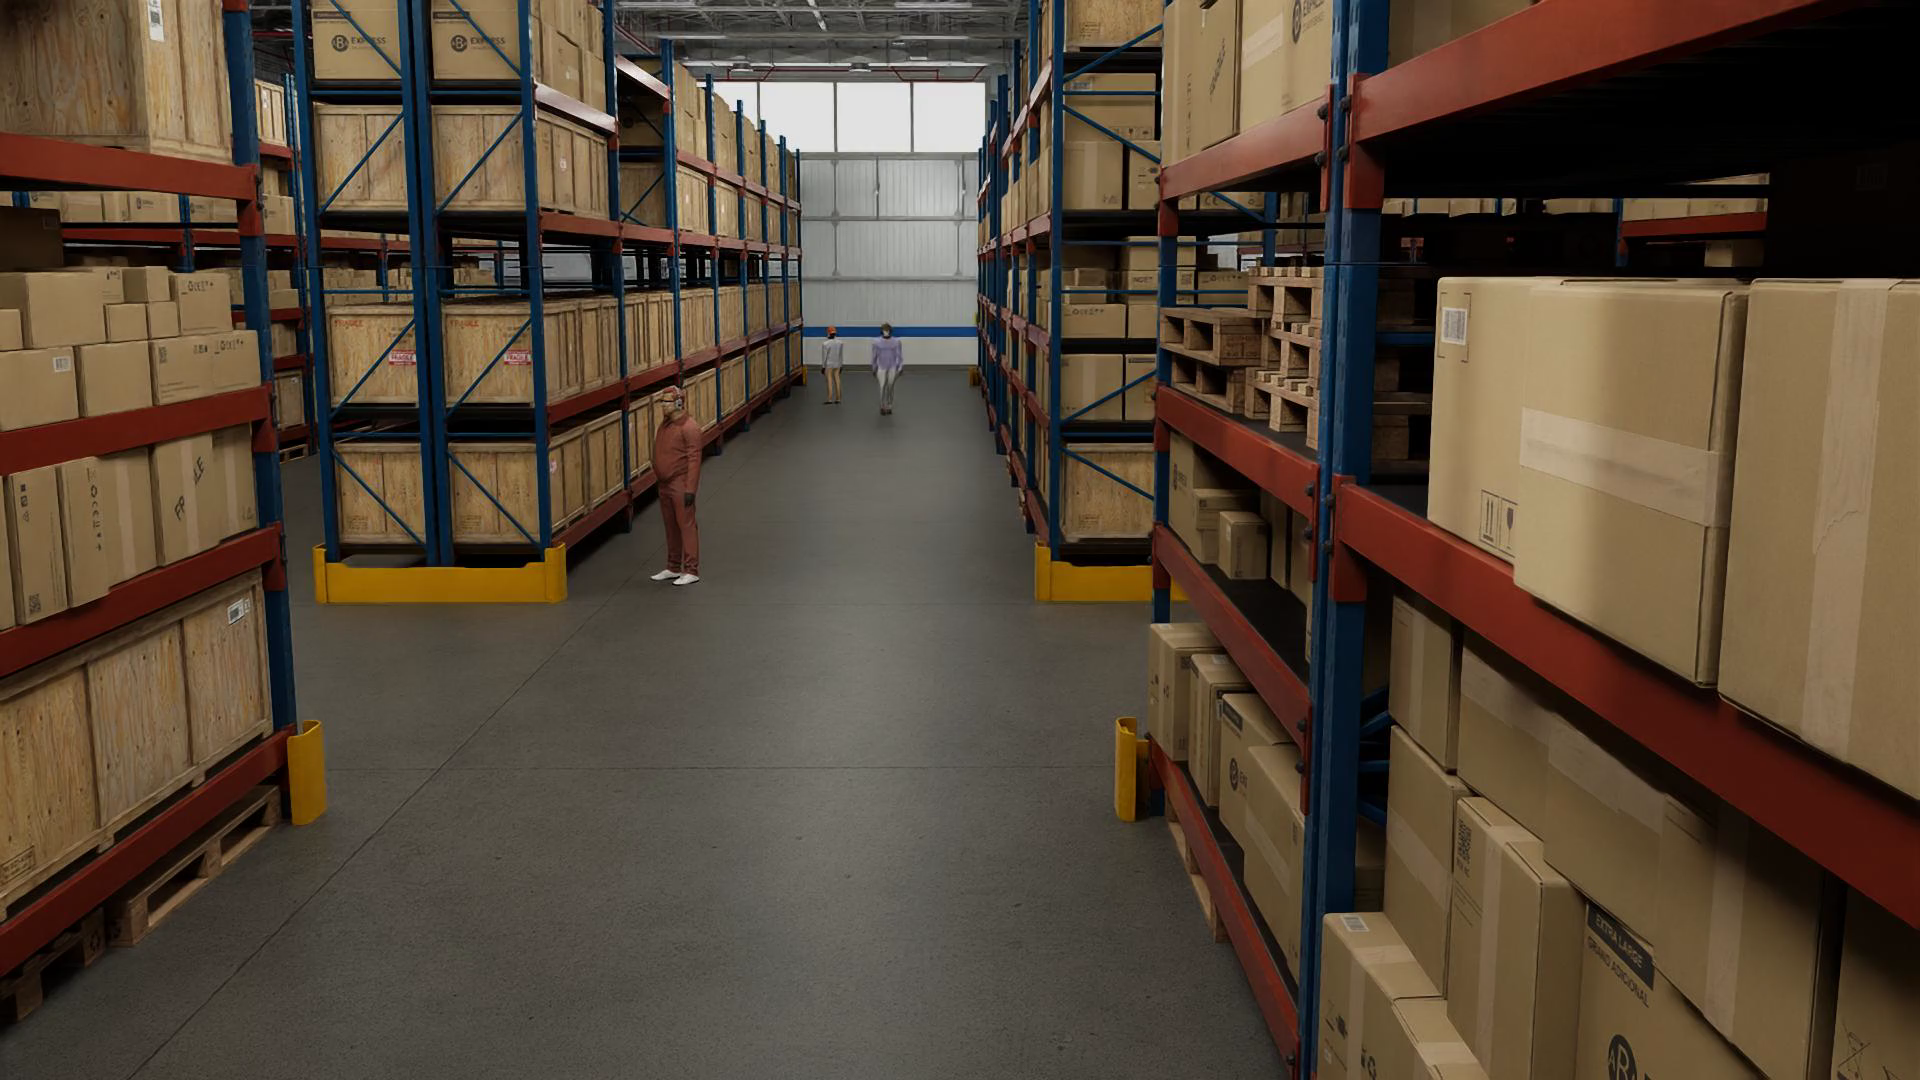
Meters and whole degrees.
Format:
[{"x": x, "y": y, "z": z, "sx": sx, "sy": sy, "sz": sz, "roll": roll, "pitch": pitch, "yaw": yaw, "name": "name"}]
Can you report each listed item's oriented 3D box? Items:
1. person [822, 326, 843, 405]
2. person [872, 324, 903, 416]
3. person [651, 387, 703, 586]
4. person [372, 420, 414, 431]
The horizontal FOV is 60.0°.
[{"x": -2.865, "y": -3.898, "z": 37.203, "sx": 0.562, "sy": 1.752, "sz": 0.324, "roll": -8, "pitch": 12, "yaw": -40, "name": "person"}, {"x": -1.497, "y": -3.513, "z": 34.424, "sx": 0.636, "sy": 1.892, "sz": 0.991, "roll": -1, "pitch": 9, "yaw": -8, "name": "person"}, {"x": -2.749, "y": -0.523, "z": 16.041, "sx": 0.408, "sy": 1.908, "sz": 0.641, "roll": -8, "pitch": 12, "yaw": -41, "name": "person"}, {"x": -7.893, "y": -1.686, "z": 23.184, "sx": 0.641, "sy": 1.905, "sz": 0.410, "roll": -5, "pitch": 11, "yaw": -28, "name": "person"}]
